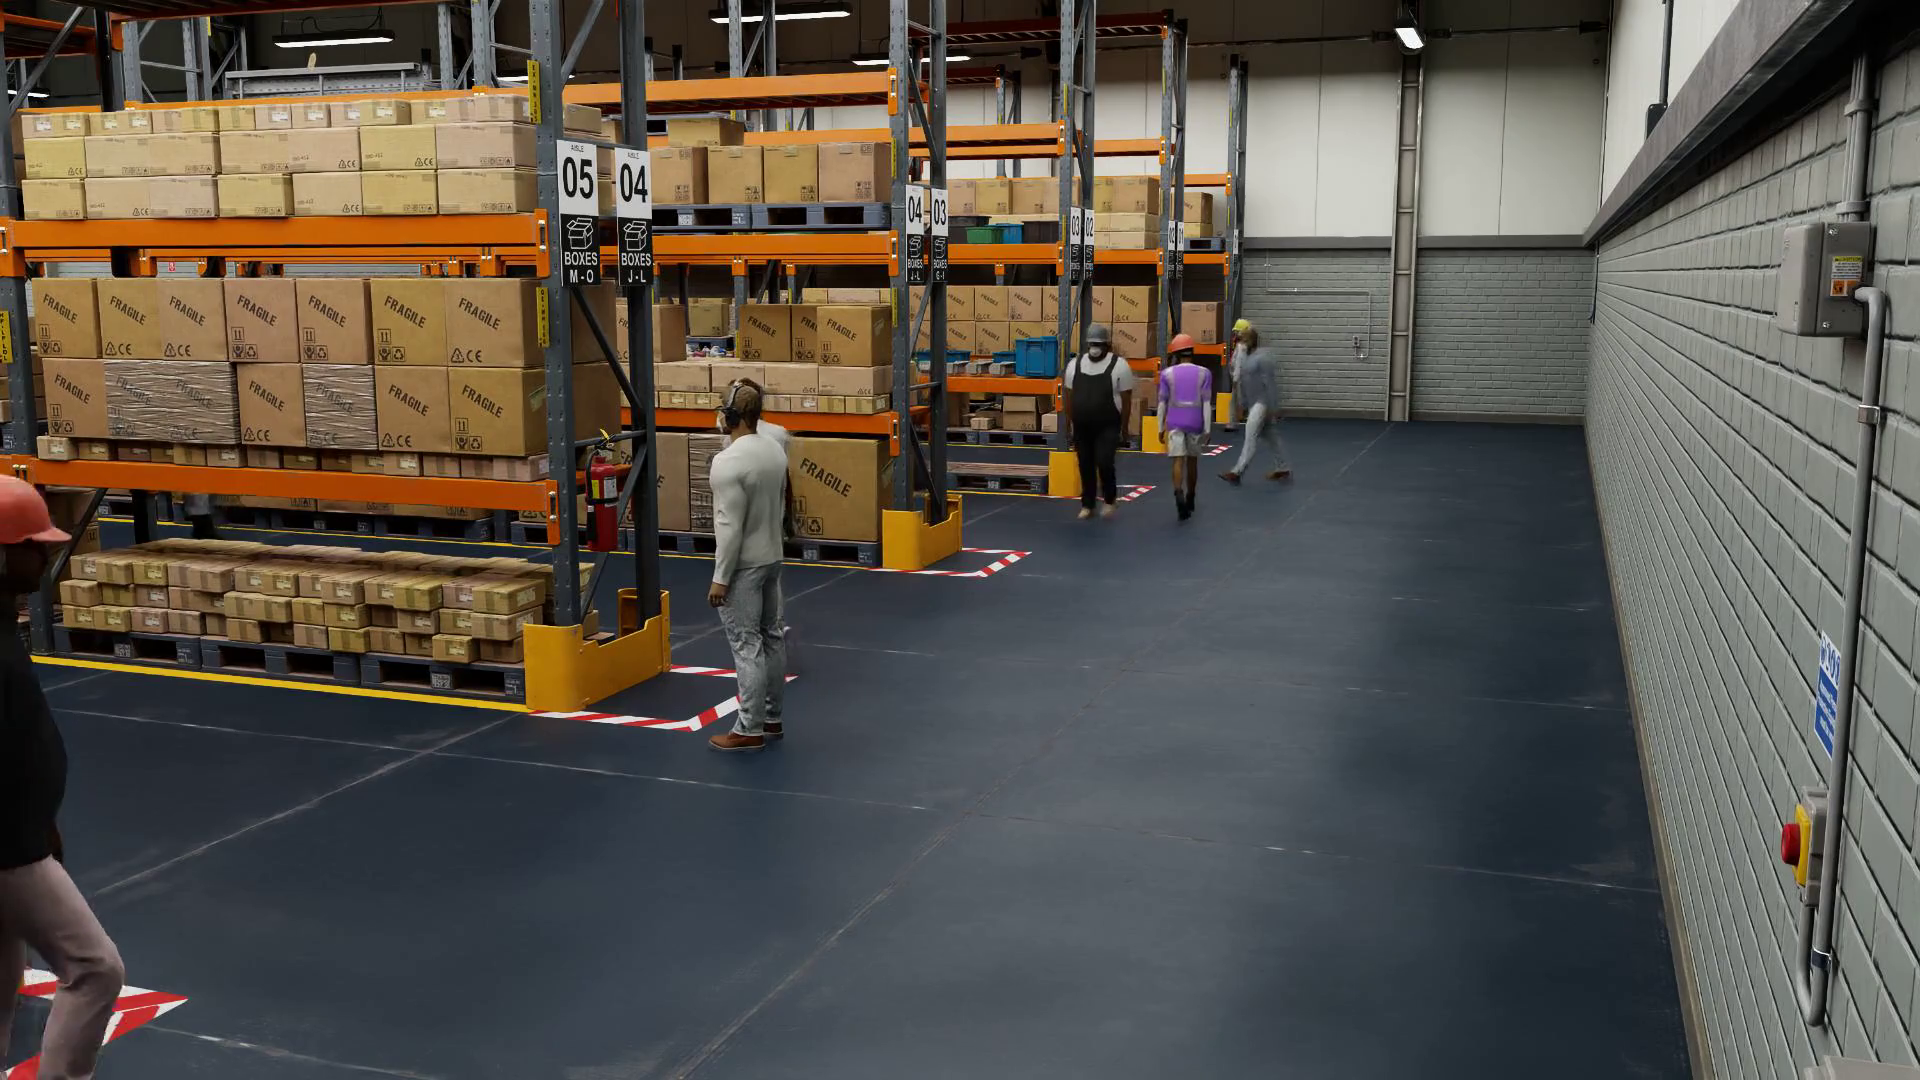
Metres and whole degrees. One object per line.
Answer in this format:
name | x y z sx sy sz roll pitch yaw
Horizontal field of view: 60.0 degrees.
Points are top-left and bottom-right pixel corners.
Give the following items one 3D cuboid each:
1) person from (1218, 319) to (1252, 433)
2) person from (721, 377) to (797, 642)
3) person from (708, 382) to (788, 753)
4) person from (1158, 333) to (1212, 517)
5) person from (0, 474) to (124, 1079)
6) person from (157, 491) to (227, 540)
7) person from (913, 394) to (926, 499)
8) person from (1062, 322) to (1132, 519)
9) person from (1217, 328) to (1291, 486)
person | 4.433 -2.534 25.866 0.741 1.807 0.601 2 9 13
person | -1.263 -0.124 10.707 0.578 1.843 0.554 -7 12 -38
person | -1.124 0.146 8.727 0.372 1.940 0.627 3 10 20
person | 2.331 -1.195 17.267 0.553 1.899 0.931 1 9 6
person | -2.479 0.804 4.490 0.628 1.973 0.652 -6 11 -32
person | -6.251 -0.482 13.483 0.835 1.654 0.552 4 10 24
person | -0.740 -1.364 18.611 0.947 1.790 0.531 5 10 27
person | 1.366 -1.206 16.848 0.687 2.000 0.560 4 10 26
person | 3.516 -1.582 19.773 1.088 1.863 0.695 -3 9 -16
